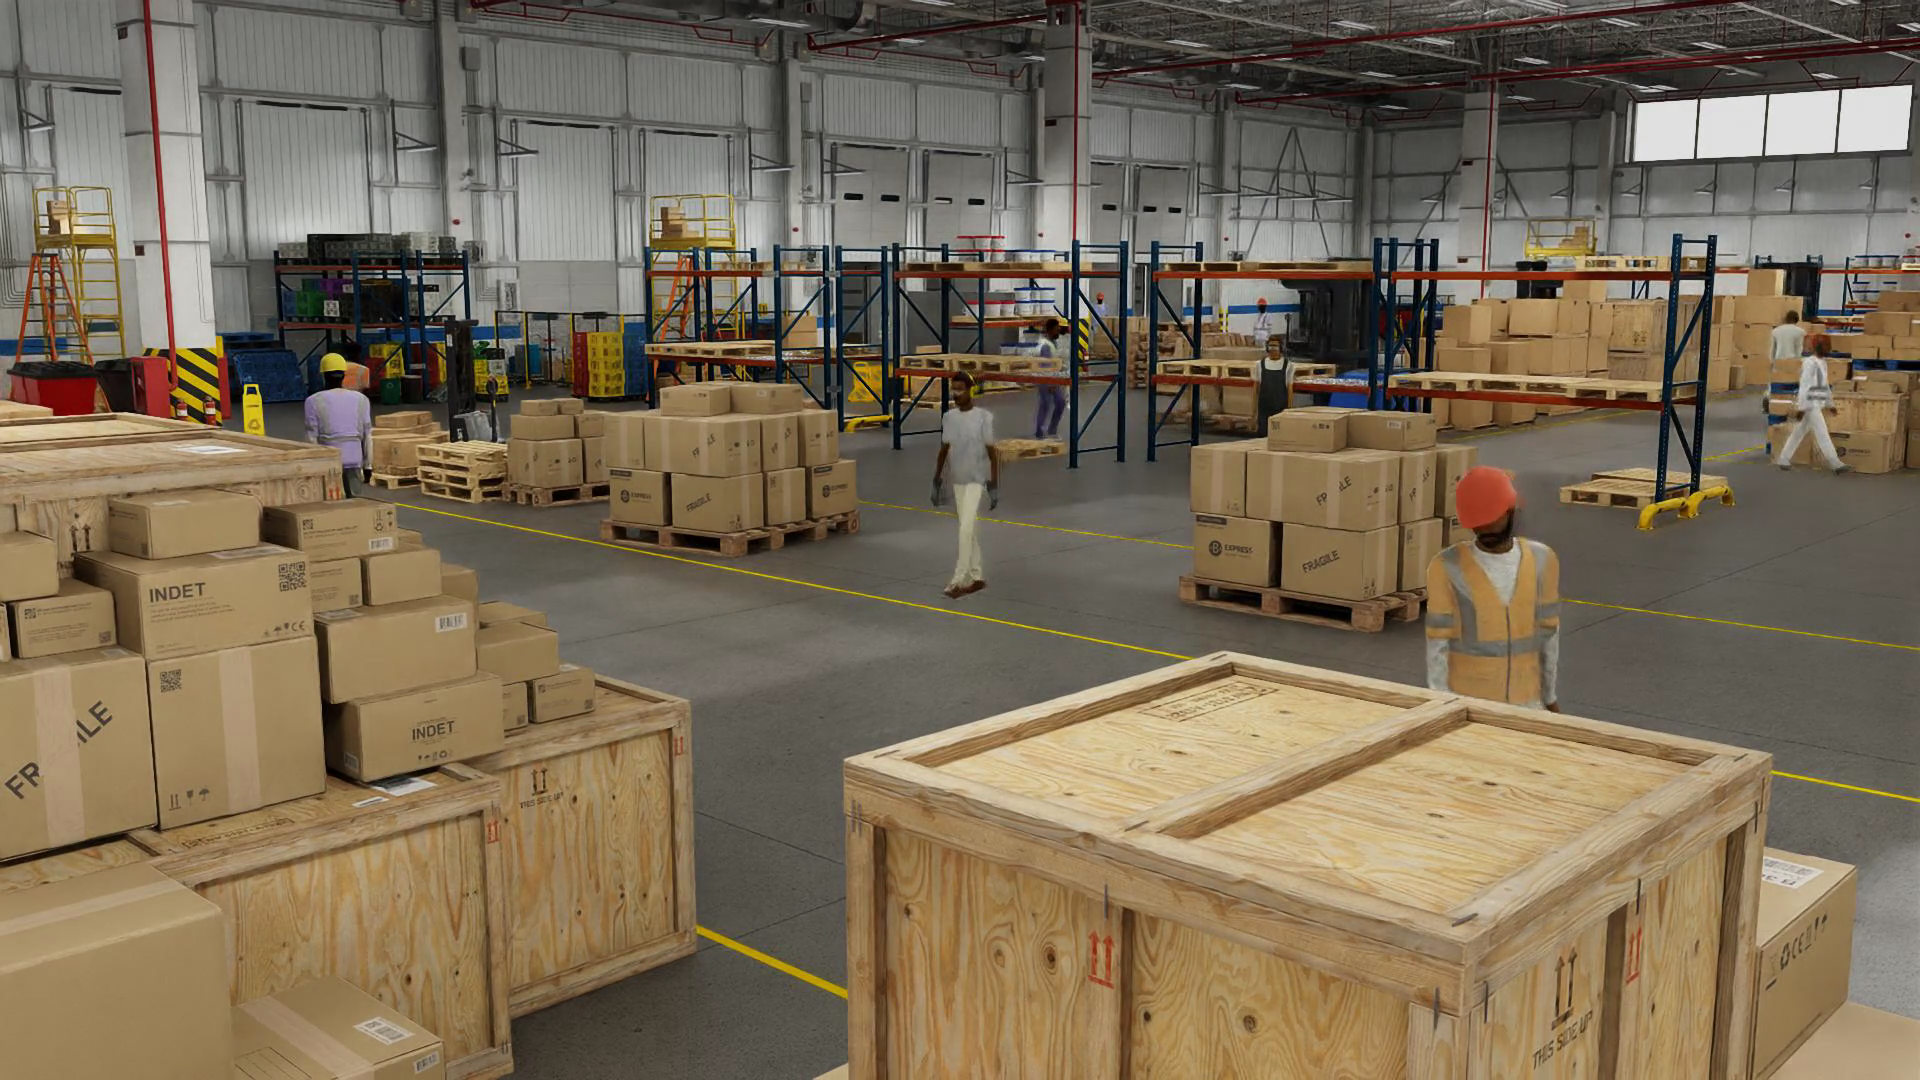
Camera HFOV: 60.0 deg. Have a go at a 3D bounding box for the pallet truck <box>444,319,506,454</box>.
[{"bbox_3d":[-6.981,-1.942,22.150,1.885,1.965,0.823,1,9,9],"label":"pallet truck"}]

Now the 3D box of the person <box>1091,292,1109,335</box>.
[{"bbox_3d":[4.331,-6.698,51.525,0.544,1.930,0.389,1,9,4],"label":"person"}]

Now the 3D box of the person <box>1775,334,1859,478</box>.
[{"bbox_3d":[10.997,-1.717,21.276,1.026,1.820,0.586,8,12,40],"label":"person"}]

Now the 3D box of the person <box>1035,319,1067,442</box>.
[{"bbox_3d":[1.415,-2.432,25.460,0.608,1.894,0.618,3,10,15],"label":"person"}]

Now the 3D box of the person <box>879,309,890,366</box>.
[{"bbox_3d":[-2.003,-5.351,44.177,0.323,1.631,0.523,1,9,5],"label":"person"}]

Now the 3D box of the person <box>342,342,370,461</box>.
[{"bbox_3d":[-8.310,-1.855,22.675,0.533,1.667,0.819,0,9,1],"label":"person"}]

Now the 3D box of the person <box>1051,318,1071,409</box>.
[{"bbox_3d":[1.930,-3.341,31.529,0.485,1.739,0.320,-2,9,-12],"label":"person"}]

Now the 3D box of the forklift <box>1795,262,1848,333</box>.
[{"bbox_3d":[22.020,-5.835,43.317,1.873,2.768,1.129,9,13,43],"label":"forklift"}]

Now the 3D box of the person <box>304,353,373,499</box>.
[{"bbox_3d":[-5.478,-0.683,14.675,0.401,1.922,0.593,9,13,43],"label":"person"}]

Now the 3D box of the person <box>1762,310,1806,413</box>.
[{"bbox_3d":[15.159,-3.273,30.588,0.866,1.918,0.644,-7,12,-36],"label":"person"}]

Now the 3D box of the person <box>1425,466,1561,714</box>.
[{"bbox_3d":[2.178,0.625,6.749,0.623,1.888,0.468,-1,9,-6],"label":"person"}]

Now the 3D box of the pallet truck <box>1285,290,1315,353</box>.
[{"bbox_3d":[11.297,-6.951,52.861,1.885,1.965,0.823,-5,11,-29],"label":"pallet truck"}]

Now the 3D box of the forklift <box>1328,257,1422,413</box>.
[{"bbox_3d":[6.080,-2.946,25.610,1.873,2.768,1.129,9,13,43],"label":"forklift"}]

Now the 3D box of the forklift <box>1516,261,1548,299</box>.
[{"bbox_3d":[12.925,-4.937,37.812,1.873,2.768,1.129,9,13,43],"label":"forklift"}]

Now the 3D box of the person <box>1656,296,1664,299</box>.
[{"bbox_3d":[18.195,-5.371,43.357,0.631,1.940,0.372,-7,11,-35],"label":"person"}]

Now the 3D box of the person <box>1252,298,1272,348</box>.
[{"bbox_3d":[7.371,-4.966,40.894,0.427,1.932,0.584,-6,11,-33],"label":"person"}]

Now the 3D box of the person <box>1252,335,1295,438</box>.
[{"bbox_3d":[3.890,-1.629,20.701,0.508,1.846,0.345,2,10,13],"label":"person"}]

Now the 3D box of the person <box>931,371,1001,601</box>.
[{"bbox_3d":[-0.020,-0.427,13.363,0.541,1.834,0.863,7,12,37],"label":"person"}]
